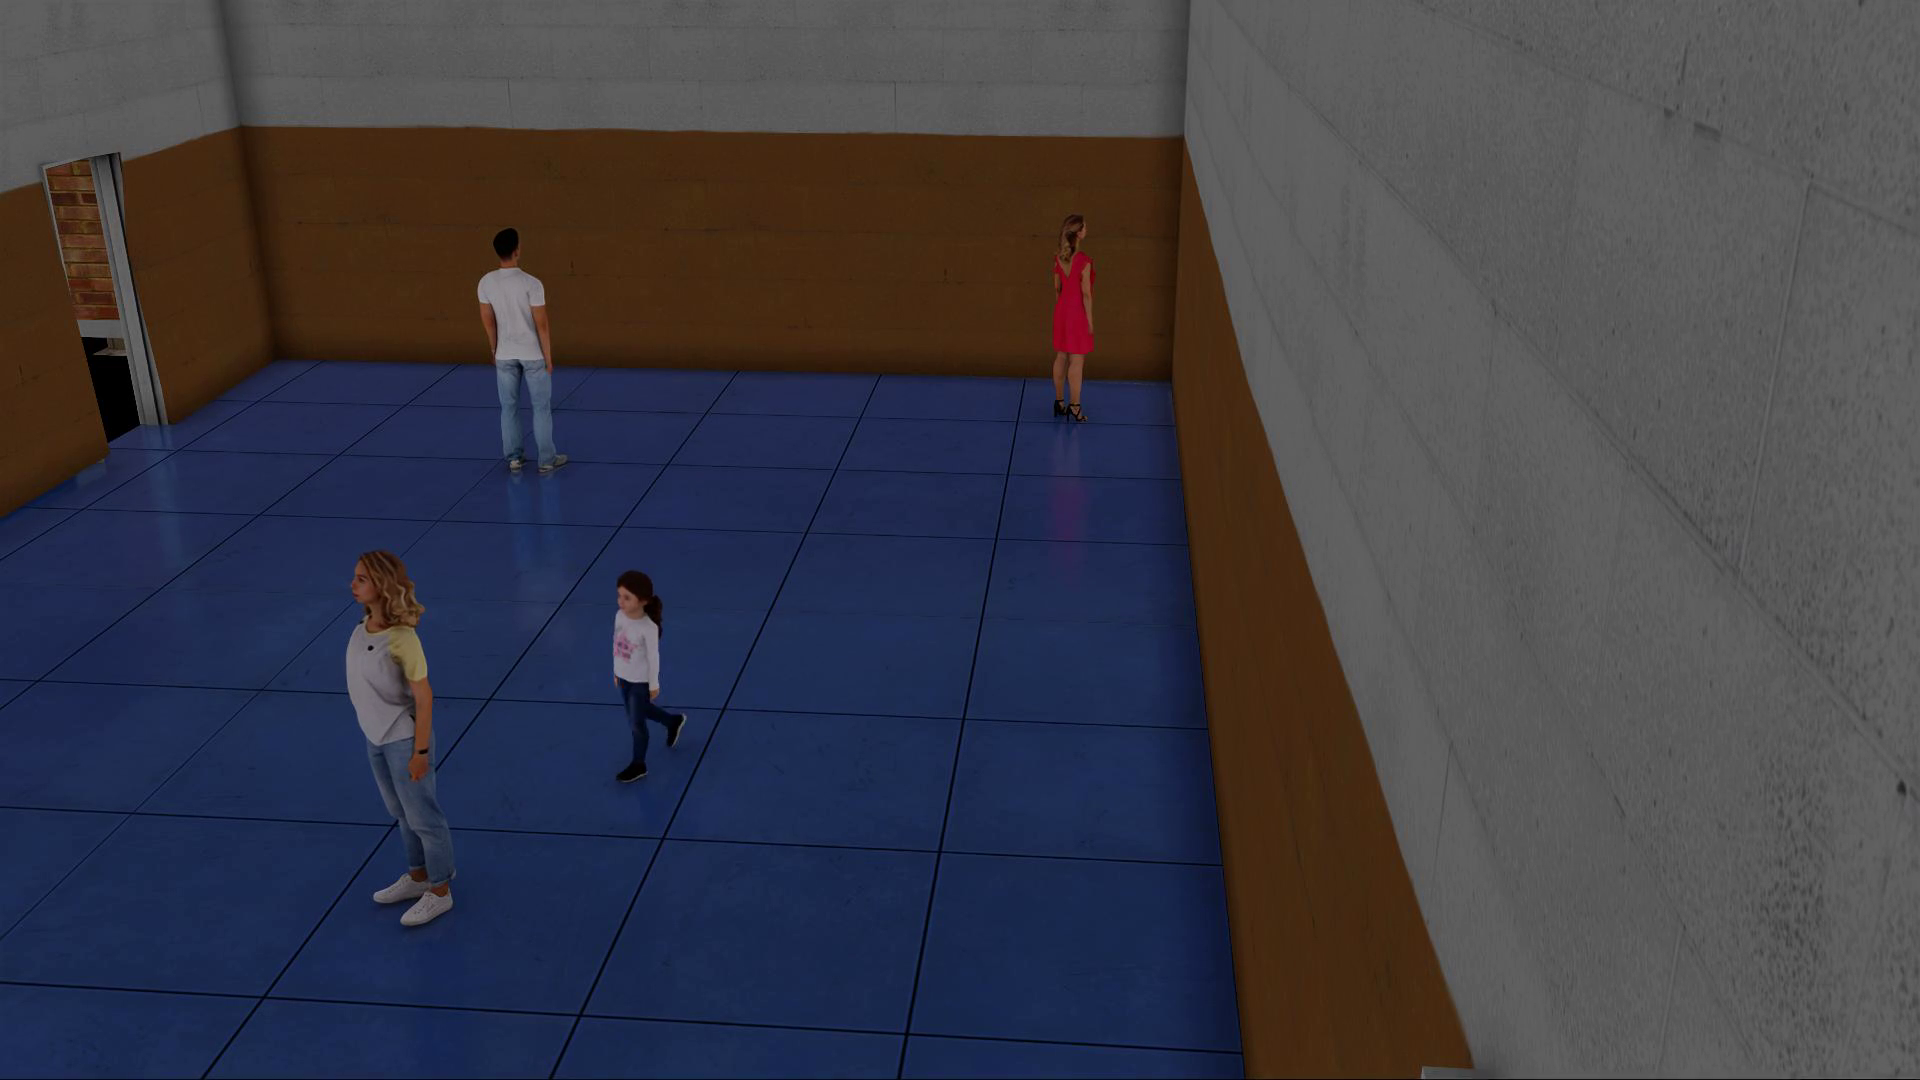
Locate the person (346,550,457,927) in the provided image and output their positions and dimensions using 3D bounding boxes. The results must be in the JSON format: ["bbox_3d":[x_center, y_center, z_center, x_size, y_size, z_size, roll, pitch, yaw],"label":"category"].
[{"bbox_3d":[-2.389,0.839,7.121,0.768,1.723,0.694,-19,29,-40],"label":"person"}]

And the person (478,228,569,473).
[{"bbox_3d":[-3.325,-1.425,12.583,0.512,1.867,0.740,3,22,8],"label":"person"}]

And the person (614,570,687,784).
[{"bbox_3d":[-1.597,0.656,8.431,0.711,1.101,0.743,20,29,40],"label":"person"}]

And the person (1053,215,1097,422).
[{"bbox_3d":[0.927,-1.849,13.824,0.714,1.728,0.663,-15,27,-33],"label":"person"}]
